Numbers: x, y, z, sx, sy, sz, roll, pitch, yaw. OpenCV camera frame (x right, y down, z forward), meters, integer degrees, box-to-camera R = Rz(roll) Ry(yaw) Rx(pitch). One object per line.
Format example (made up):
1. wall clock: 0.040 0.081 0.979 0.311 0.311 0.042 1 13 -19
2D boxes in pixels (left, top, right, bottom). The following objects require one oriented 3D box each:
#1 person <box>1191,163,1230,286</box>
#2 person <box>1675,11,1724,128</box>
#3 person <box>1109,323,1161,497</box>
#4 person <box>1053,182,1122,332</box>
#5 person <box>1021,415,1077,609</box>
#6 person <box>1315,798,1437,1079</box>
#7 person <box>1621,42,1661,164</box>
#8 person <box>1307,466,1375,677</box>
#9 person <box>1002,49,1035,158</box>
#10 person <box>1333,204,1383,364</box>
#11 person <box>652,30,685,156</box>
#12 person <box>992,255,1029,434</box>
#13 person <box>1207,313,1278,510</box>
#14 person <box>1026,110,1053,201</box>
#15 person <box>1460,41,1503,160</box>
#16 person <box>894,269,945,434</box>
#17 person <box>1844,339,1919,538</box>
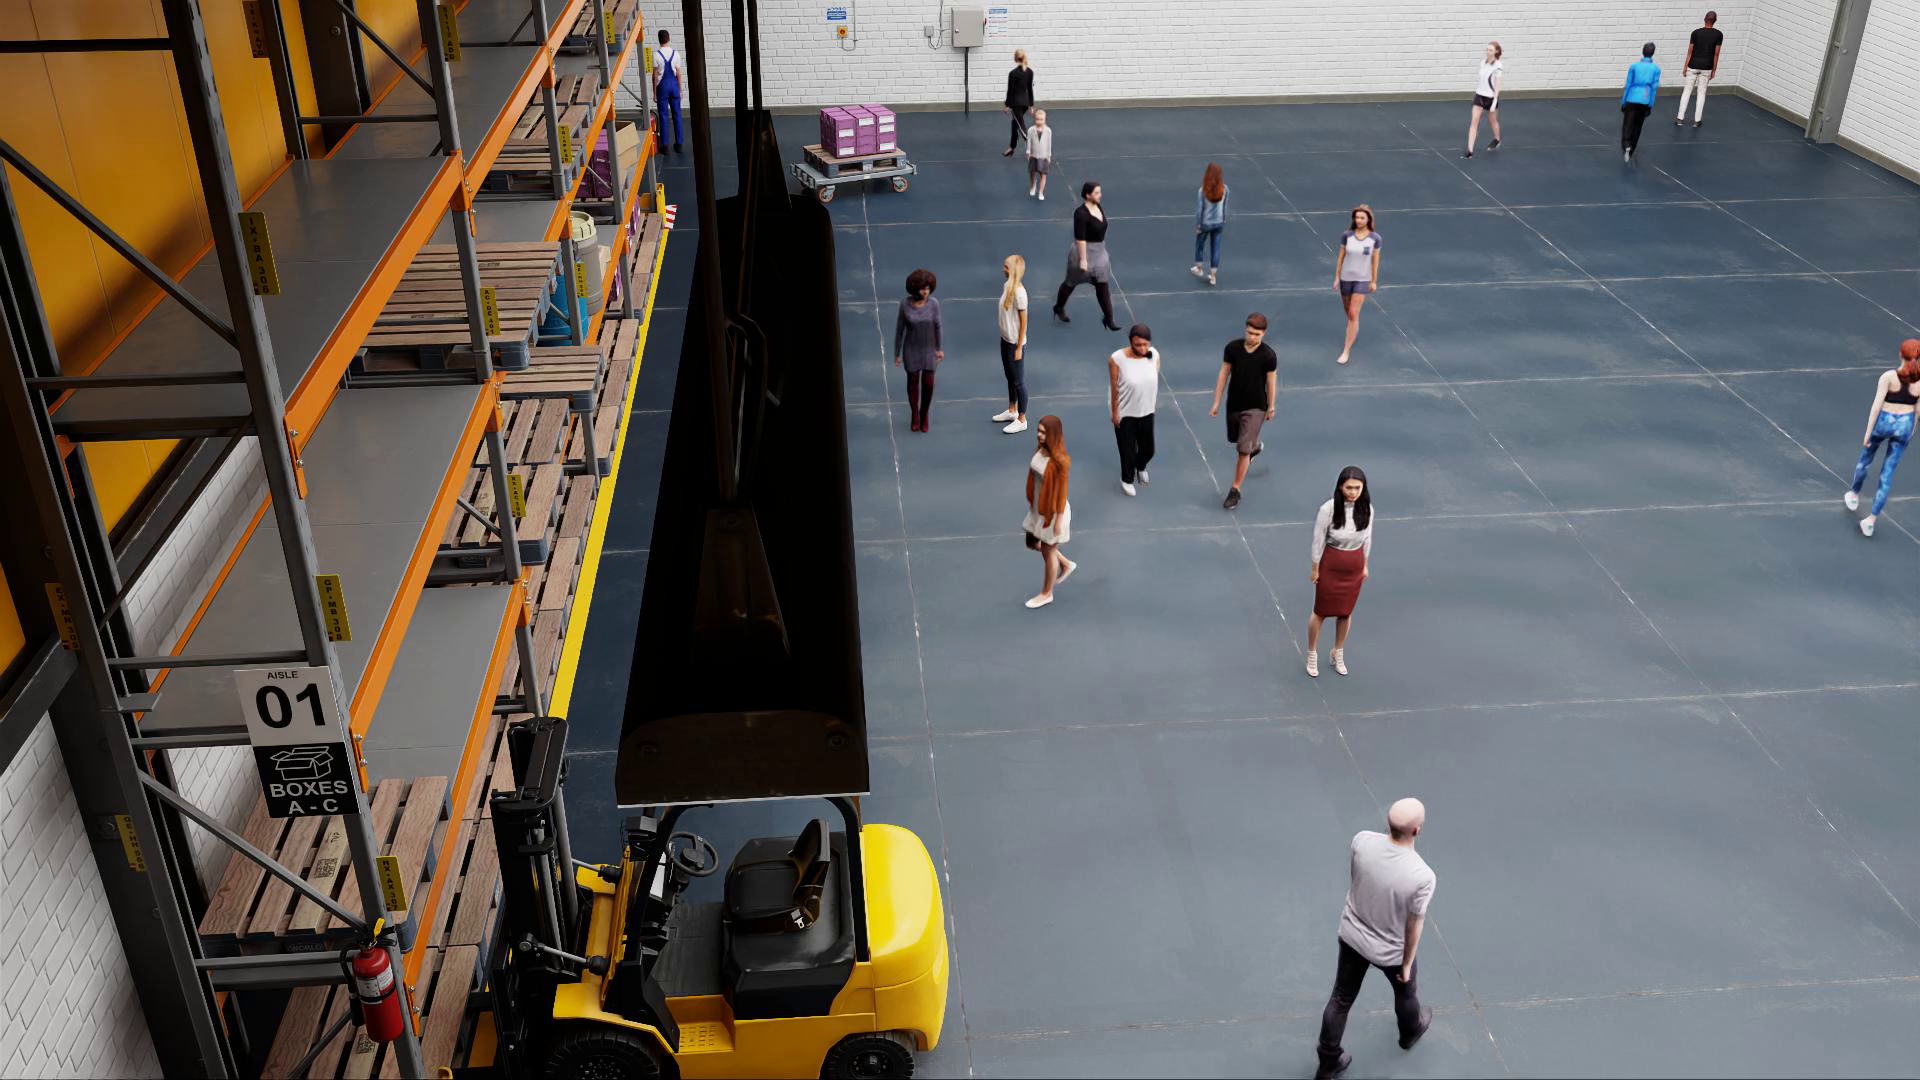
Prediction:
1. person: 3.083 -3.829 20.268 0.591 1.458 0.750 -3 29 -6
2. person: 11.937 -7.603 26.827 0.732 1.803 0.720 9 30 16
3. person: 1.583 -1.231 15.281 0.700 1.674 0.684 -10 30 -18
4. person: 1.353 -3.198 18.852 1.172 1.706 1.135 20 35 33
5. person: 0.784 -0.262 13.467 0.840 1.709 0.810 -13 31 -23
6. person: 2.159 2.195 8.873 1.115 1.795 1.147 23 36 36
7. person: 10.123 -6.490 24.816 0.870 1.775 1.112 9 30 16
8. person: 2.858 0.244 12.497 0.598 1.749 0.499 -3 29 -5
9. person: 0.942 -6.403 24.775 1.024 1.662 1.147 -24 37 -37
10. person: 4.358 -2.854 18.238 1.007 1.690 1.165 16 32 27
11. person: -4.464 -6.853 25.405 0.693 1.848 0.688 -12 31 -22
12. person: 0.537 -1.950 16.458 0.713 1.808 0.515 -9 30 -16
13. person: 2.650 -1.244 15.155 1.157 1.817 1.281 20 34 32
14. person: 1.121 -5.440 23.420 0.544 1.268 0.606 2 29 4
15. person: 8.039 -6.652 25.191 1.135 1.700 1.185 -23 36 -36
16. person: -0.389 -1.896 16.469 0.672 1.703 0.644 1 29 3
17. person: 8.125 -0.861 14.514 0.837 1.758 1.044 11 31 19
